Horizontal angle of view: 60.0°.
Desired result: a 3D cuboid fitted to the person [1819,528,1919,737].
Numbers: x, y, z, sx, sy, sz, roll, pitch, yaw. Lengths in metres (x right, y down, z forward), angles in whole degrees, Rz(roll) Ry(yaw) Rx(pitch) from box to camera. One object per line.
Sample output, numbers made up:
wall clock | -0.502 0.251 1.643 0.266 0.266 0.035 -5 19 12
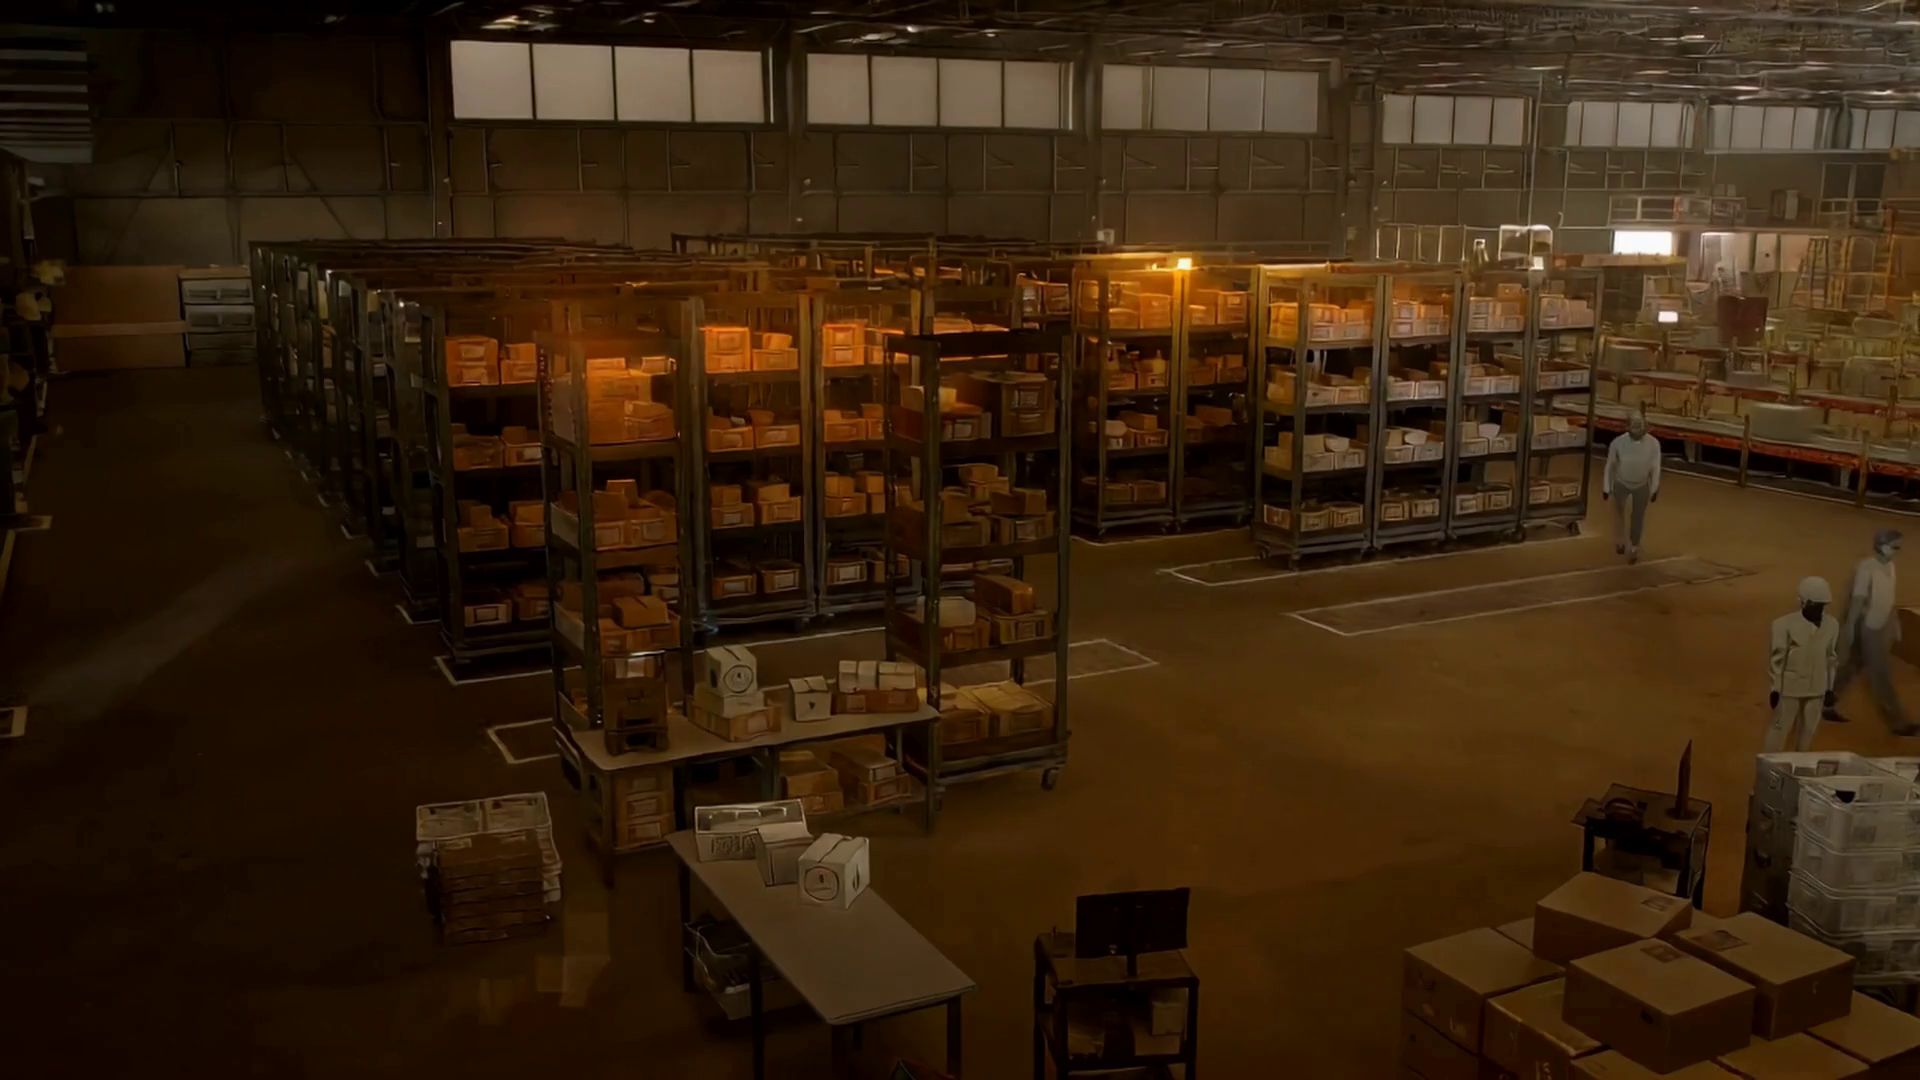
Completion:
person | 7.973 0.783 14.394 0.594 1.789 0.970 -12 17 -43

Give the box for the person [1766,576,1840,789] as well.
person | 6.529 1.130 12.877 0.561 1.752 0.326 -2 12 -9

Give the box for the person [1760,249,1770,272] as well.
person | 35.163 -11.740 72.667 0.366 1.926 0.594 5 13 21

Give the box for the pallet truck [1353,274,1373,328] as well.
pallet truck | 13.011 -8.050 55.243 0.823 1.965 1.885 -7 14 -28

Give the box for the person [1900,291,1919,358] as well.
person | 25.603 -5.754 44.804 0.532 1.869 0.311 8 15 34

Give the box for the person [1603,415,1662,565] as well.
person | 8.510 -0.676 21.102 0.662 1.861 1.005 5 13 21

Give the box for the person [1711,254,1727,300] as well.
person | 31.367 -10.874 68.768 0.575 1.890 0.439 6 14 27
